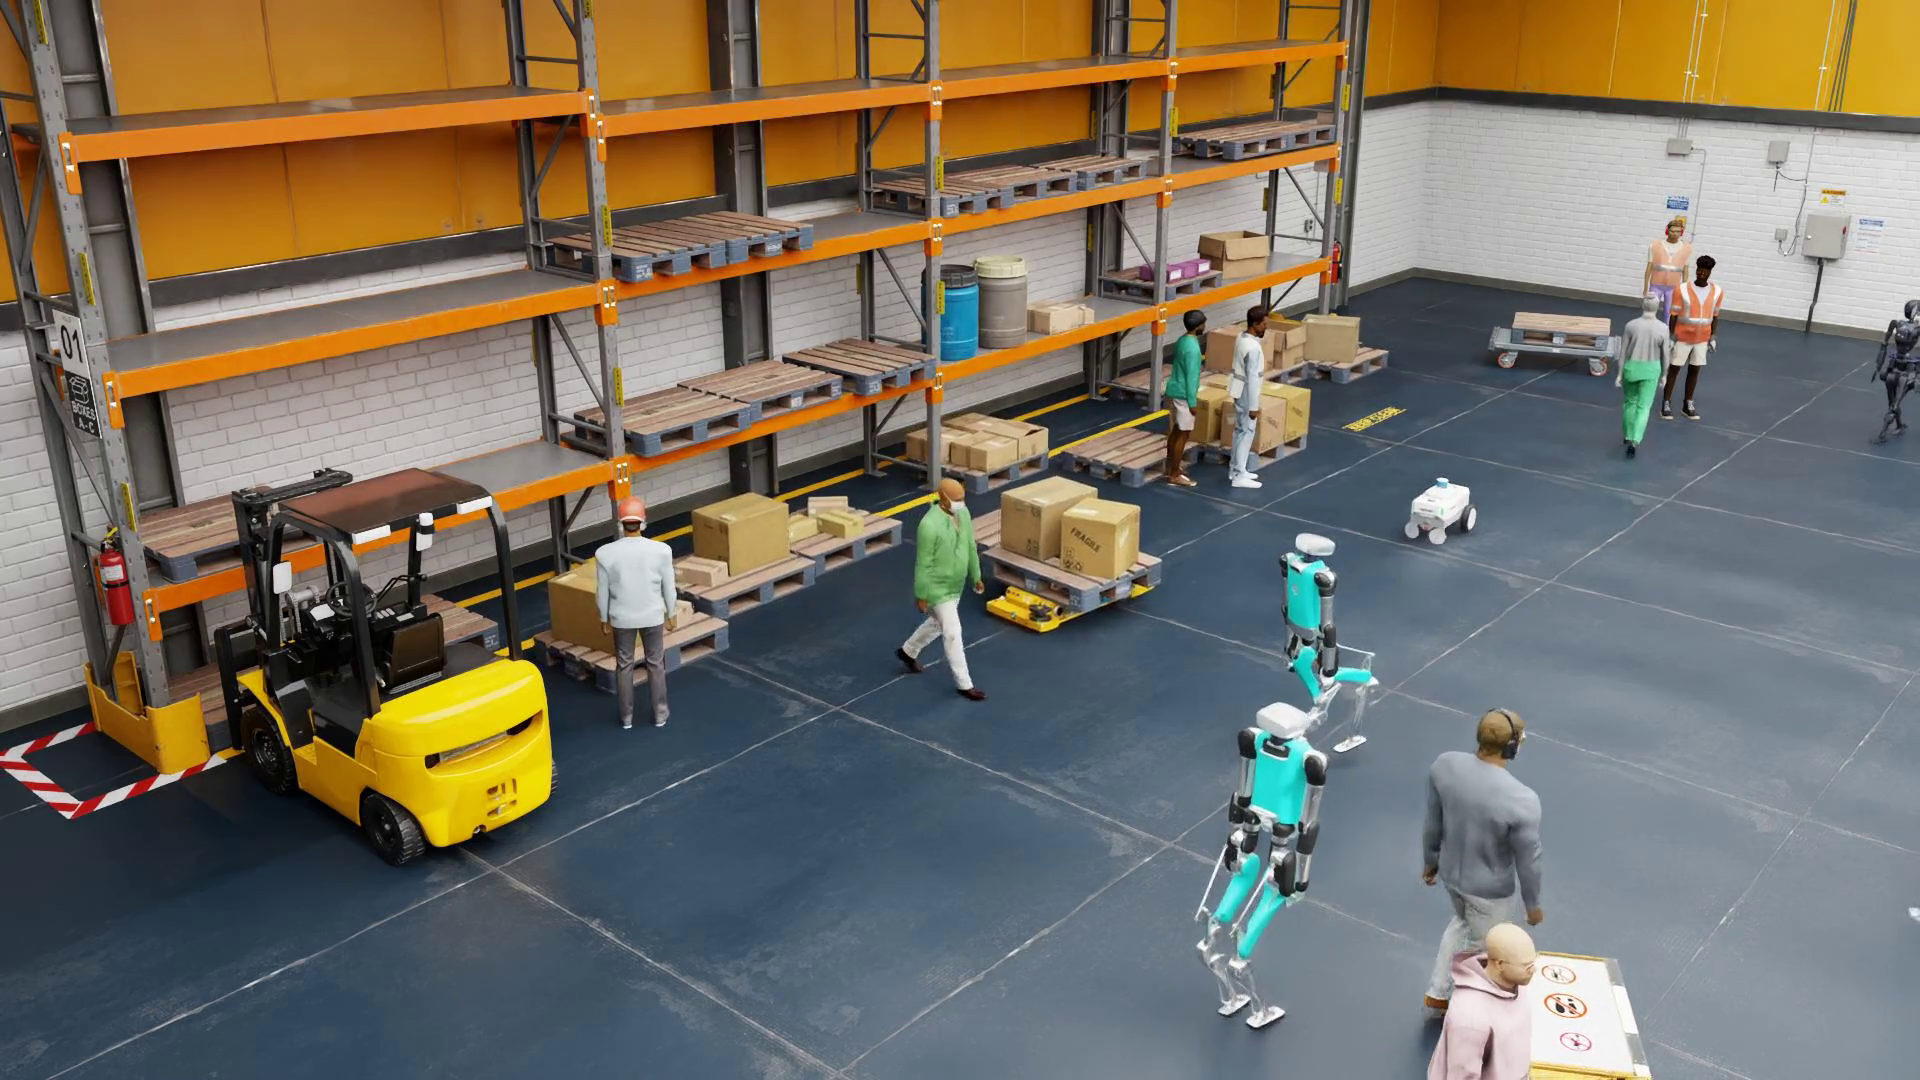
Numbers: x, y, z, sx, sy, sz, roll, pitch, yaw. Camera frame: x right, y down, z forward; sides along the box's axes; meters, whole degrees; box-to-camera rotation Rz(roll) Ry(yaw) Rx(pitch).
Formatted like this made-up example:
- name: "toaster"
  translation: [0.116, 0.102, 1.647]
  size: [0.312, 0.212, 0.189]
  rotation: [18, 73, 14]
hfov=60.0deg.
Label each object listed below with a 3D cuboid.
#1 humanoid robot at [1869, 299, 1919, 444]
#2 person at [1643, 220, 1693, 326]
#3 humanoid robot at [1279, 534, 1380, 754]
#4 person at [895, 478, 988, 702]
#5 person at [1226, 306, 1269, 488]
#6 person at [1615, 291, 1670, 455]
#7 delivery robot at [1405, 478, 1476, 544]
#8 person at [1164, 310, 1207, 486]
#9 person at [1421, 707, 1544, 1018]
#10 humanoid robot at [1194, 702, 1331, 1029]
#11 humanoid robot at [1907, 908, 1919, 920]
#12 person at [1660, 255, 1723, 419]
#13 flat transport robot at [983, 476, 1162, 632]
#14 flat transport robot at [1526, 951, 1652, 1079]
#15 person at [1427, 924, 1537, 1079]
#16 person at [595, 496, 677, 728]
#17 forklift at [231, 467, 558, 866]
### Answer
- name: "humanoid robot"
  translation: [10.647, -1.918, 18.787]
  size: [0.783, 1.628, 0.599]
  rotation: [-10, 23, -26]
- name: "person"
  translation: [9.583, -3.440, 22.611]
  size: [0.559, 1.839, 0.388]
  rotation: [5, 21, 14]
- name: "humanoid robot"
  translation: [2.547, 0.768, 11.416]
  size: [1.049, 1.761, 0.549]
  rotation: [-9, 22, -23]
- name: "person"
  translation: [-0.150, 0.325, 12.548]
  size: [0.842, 1.750, 0.580]
  rotation: [14, 24, 33]
- name: "person"
  translation: [2.965, -1.481, 17.202]
  size: [0.400, 1.909, 0.598]
  rotation: [-1, 20, -2]
- name: "person"
  translation: [7.523, -1.850, 18.347]
  size: [0.531, 1.811, 0.851]
  rotation: [10, 23, 26]
- name: "delivery robot"
  translation: [4.595, -0.303, 15.945]
  size: [0.518, 0.585, 0.730]
  rotation: [14, 25, 34]
- name: "person"
  translation: [2.332, -1.492, 17.341]
  size: [0.406, 1.837, 0.515]
  rotation: [-2, 20, -5]
- name: "person"
  translation: [2.663, 1.730, 8.469]
  size: [0.452, 1.925, 0.646]
  rotation: [-11, 23, -28]
- name: "humanoid robot"
  translation: [1.506, 1.739, 8.658]
  size: [0.732, 1.744, 0.537]
  rotation: [-18, 27, -40]
- name: "humanoid robot"
  translation: [5.835, 1.518, 9.432]
  size: [0.547, 1.874, 0.834]
  rotation: [-7, 21, -18]
- name: "person"
  translation: [8.611, -2.384, 19.571]
  size: [0.601, 1.960, 0.370]
  rotation: [0, 20, -1]
- name: "flat transport robot"
  translation: [0.959, 0.440, 14.360]
  size: [1.431, 0.231, 0.659]
  rotation: [-18, 27, -40]
- name: "flat transport robot"
  translation: [3.147, 2.557, 8.623]
  size: [0.659, 0.231, 1.431]
  rotation: [4, 21, 11]
- name: "person"
  translation: [2.151, 2.364, 6.978]
  size: [0.408, 1.775, 0.526]
  rotation: [16, 26, 37]
- name: "person"
  translation: [-2.326, 0.524, 12.006]
  size: [0.571, 1.740, 0.352]
  rotation: [-4, 21, -11]
- name: "forklift"
  translation: [-3.730, 0.710, 10.856]
  size: [2.313, 2.155, 1.214]
  rotation: [17, 26, 38]
